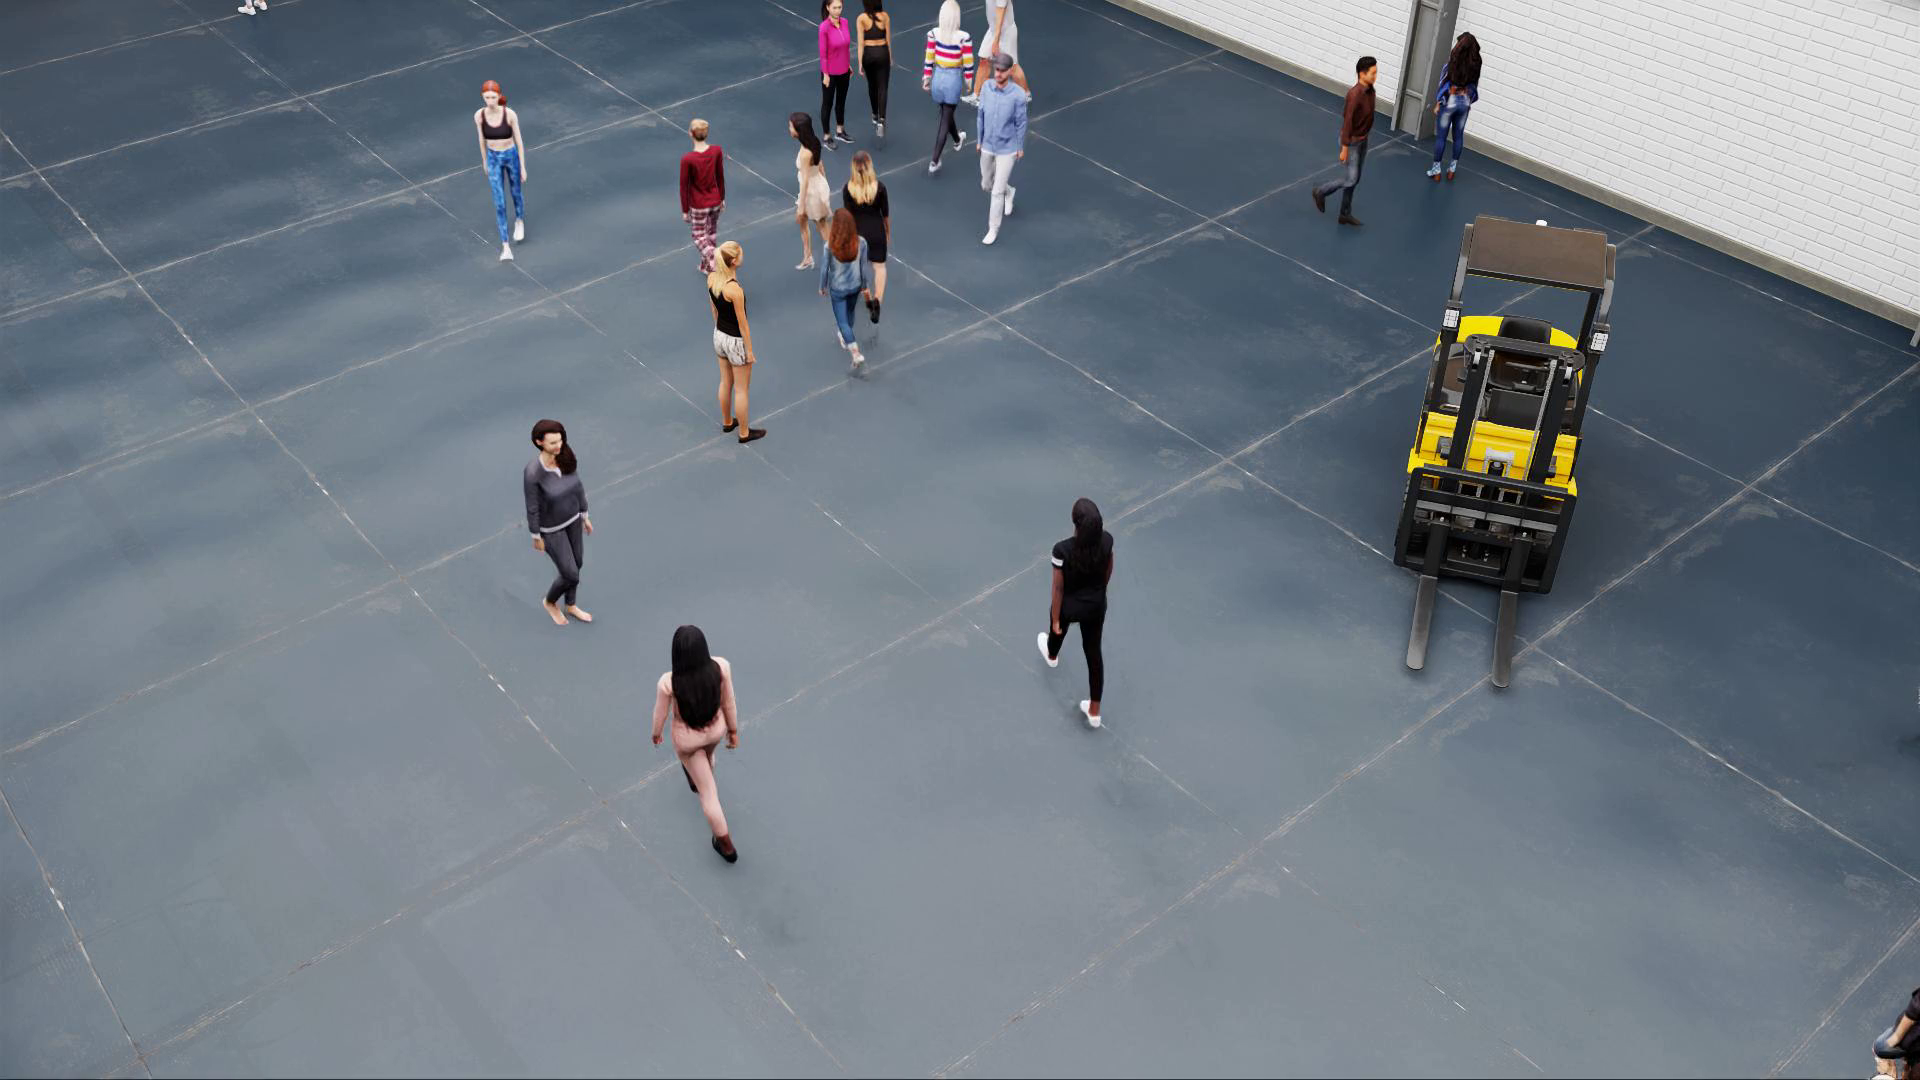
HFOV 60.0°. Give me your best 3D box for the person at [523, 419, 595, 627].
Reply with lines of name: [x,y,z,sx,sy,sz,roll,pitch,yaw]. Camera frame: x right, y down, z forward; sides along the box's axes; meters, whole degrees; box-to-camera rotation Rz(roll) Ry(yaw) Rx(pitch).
person: [-2.910,-0.146,11.820,0.734,1.760,0.705,22,43,25]

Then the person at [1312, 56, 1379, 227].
person: [3.865,-3.992,16.627,0.892,1.771,0.777,25,45,27]

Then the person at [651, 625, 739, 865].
person: [-1.547,1.273,10.116,0.761,1.668,1.179,-21,43,-24]

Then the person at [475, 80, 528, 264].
person: [-4.423,-3.659,16.247,1.014,1.735,1.234,-4,39,-5]

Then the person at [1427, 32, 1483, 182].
person: [5.191,-4.556,17.459,0.693,1.614,0.716,-4,39,-5]

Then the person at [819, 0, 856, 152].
person: [-1.368,-5.118,18.102,0.591,1.700,0.608,30,48,32]

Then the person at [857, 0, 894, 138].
person: [-0.920,-5.242,18.325,0.930,1.605,1.098,-2,39,-3]

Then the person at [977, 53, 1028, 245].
person: [0.406,-3.925,16.468,1.105,1.863,0.965,18,42,21]

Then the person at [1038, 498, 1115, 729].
person: [0.837,0.506,11.066,0.923,1.682,1.234,-11,40,-14]

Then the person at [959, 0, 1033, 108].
person: [0.552,-5.738,18.793,1.100,1.797,1.200,-7,39,-8]

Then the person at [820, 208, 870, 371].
person: [-0.986,-2.192,14.626,0.784,1.455,1.037,-14,41,-16]

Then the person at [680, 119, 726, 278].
person: [-2.369,-3.147,15.644,0.629,1.677,0.866,-26,45,-29]

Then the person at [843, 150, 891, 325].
person: [-0.845,-2.702,15.102,0.914,1.658,1.009,1,39,1]

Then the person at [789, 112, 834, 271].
person: [-1.273,-3.236,15.732,0.842,1.706,0.785,2,39,2]

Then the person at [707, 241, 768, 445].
person: [-1.871,-1.631,13.613,0.470,1.844,0.663,32,48,33]

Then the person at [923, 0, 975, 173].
person: [-0.167,-4.761,17.602,1.213,1.755,1.073,14,41,17]
